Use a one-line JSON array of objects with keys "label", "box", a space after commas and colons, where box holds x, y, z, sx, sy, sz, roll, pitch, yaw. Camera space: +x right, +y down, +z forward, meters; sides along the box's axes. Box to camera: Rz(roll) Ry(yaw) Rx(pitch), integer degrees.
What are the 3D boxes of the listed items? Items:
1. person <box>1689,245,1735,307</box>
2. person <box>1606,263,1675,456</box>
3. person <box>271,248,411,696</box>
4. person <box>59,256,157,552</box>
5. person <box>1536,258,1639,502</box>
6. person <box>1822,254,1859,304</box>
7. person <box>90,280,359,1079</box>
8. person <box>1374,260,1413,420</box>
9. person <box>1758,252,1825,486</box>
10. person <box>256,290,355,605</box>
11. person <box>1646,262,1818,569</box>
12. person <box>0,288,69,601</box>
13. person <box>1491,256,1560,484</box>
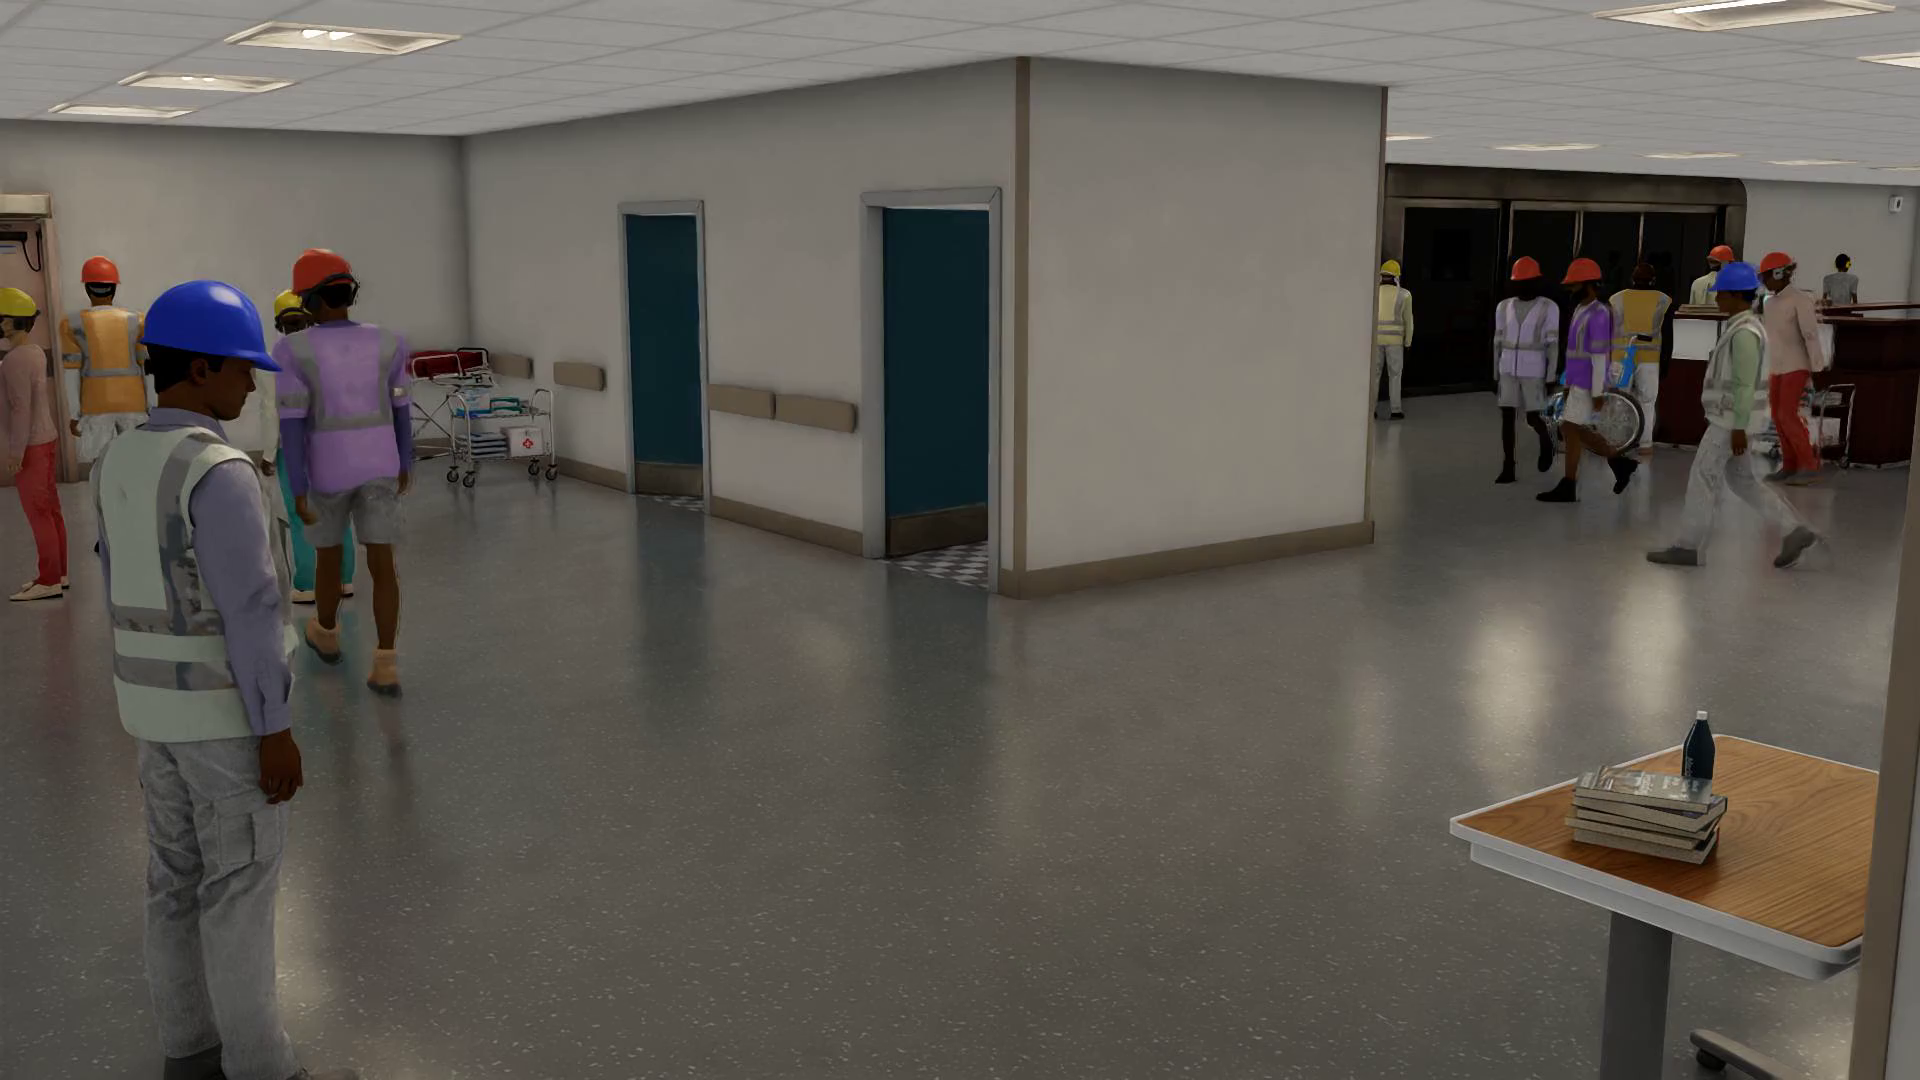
[{"label": "person", "box": [8.616, -2.356, 19.009, 0.384, 1.993, 0.623, -5, 11, -27]}, {"label": "person", "box": [6.469, -1.717, 15.896, 0.631, 1.835, 0.429, 4, 11, 23]}, {"label": "person", "box": [-2.839, -0.332, 7.671, 0.623, 1.981, 1.071, -6, 12, -31]}, {"label": "person", "box": [-5.536, -0.874, 10.862, 0.542, 1.939, 0.364, -6, 12, -31]}, {"label": "person", "box": [4.941, -1.233, 12.954, 0.705, 1.913, 0.547, 2, 10, 9]}, {"label": "person", "box": [13.329, -3.400, 25.234, 0.518, 1.865, 0.330, 6, 12, 32]}, {"label": "person", "box": [-1.703, 0.386, 3.812, 0.602, 1.938, 0.402, 8, 13, 38]}, {"label": "person", "box": [4.897, -2.288, 19.085, 0.598, 1.830, 0.403, 5, 11, 27]}, {"label": "person", "box": [6.925, -1.435, 13.975, 0.535, 1.947, 0.645, 0, 10, -2]}, {"label": "person", "box": [-3.689, -0.518, 9.367, 0.329, 1.765, 0.525, 9, 13, 41]}, {"label": "person", "box": [4.855, -0.759, 10.306, 0.909, 1.915, 0.621, 5, 11, 25]}, {"label": "person", "box": [-5.317, -0.542, 9.481, 0.299, 1.772, 0.529, -3, 11, -17]}, {"label": "person", "box": [4.825, -1.447, 14.153, 0.549, 1.915, 0.720, 8, 13, 39]}]
